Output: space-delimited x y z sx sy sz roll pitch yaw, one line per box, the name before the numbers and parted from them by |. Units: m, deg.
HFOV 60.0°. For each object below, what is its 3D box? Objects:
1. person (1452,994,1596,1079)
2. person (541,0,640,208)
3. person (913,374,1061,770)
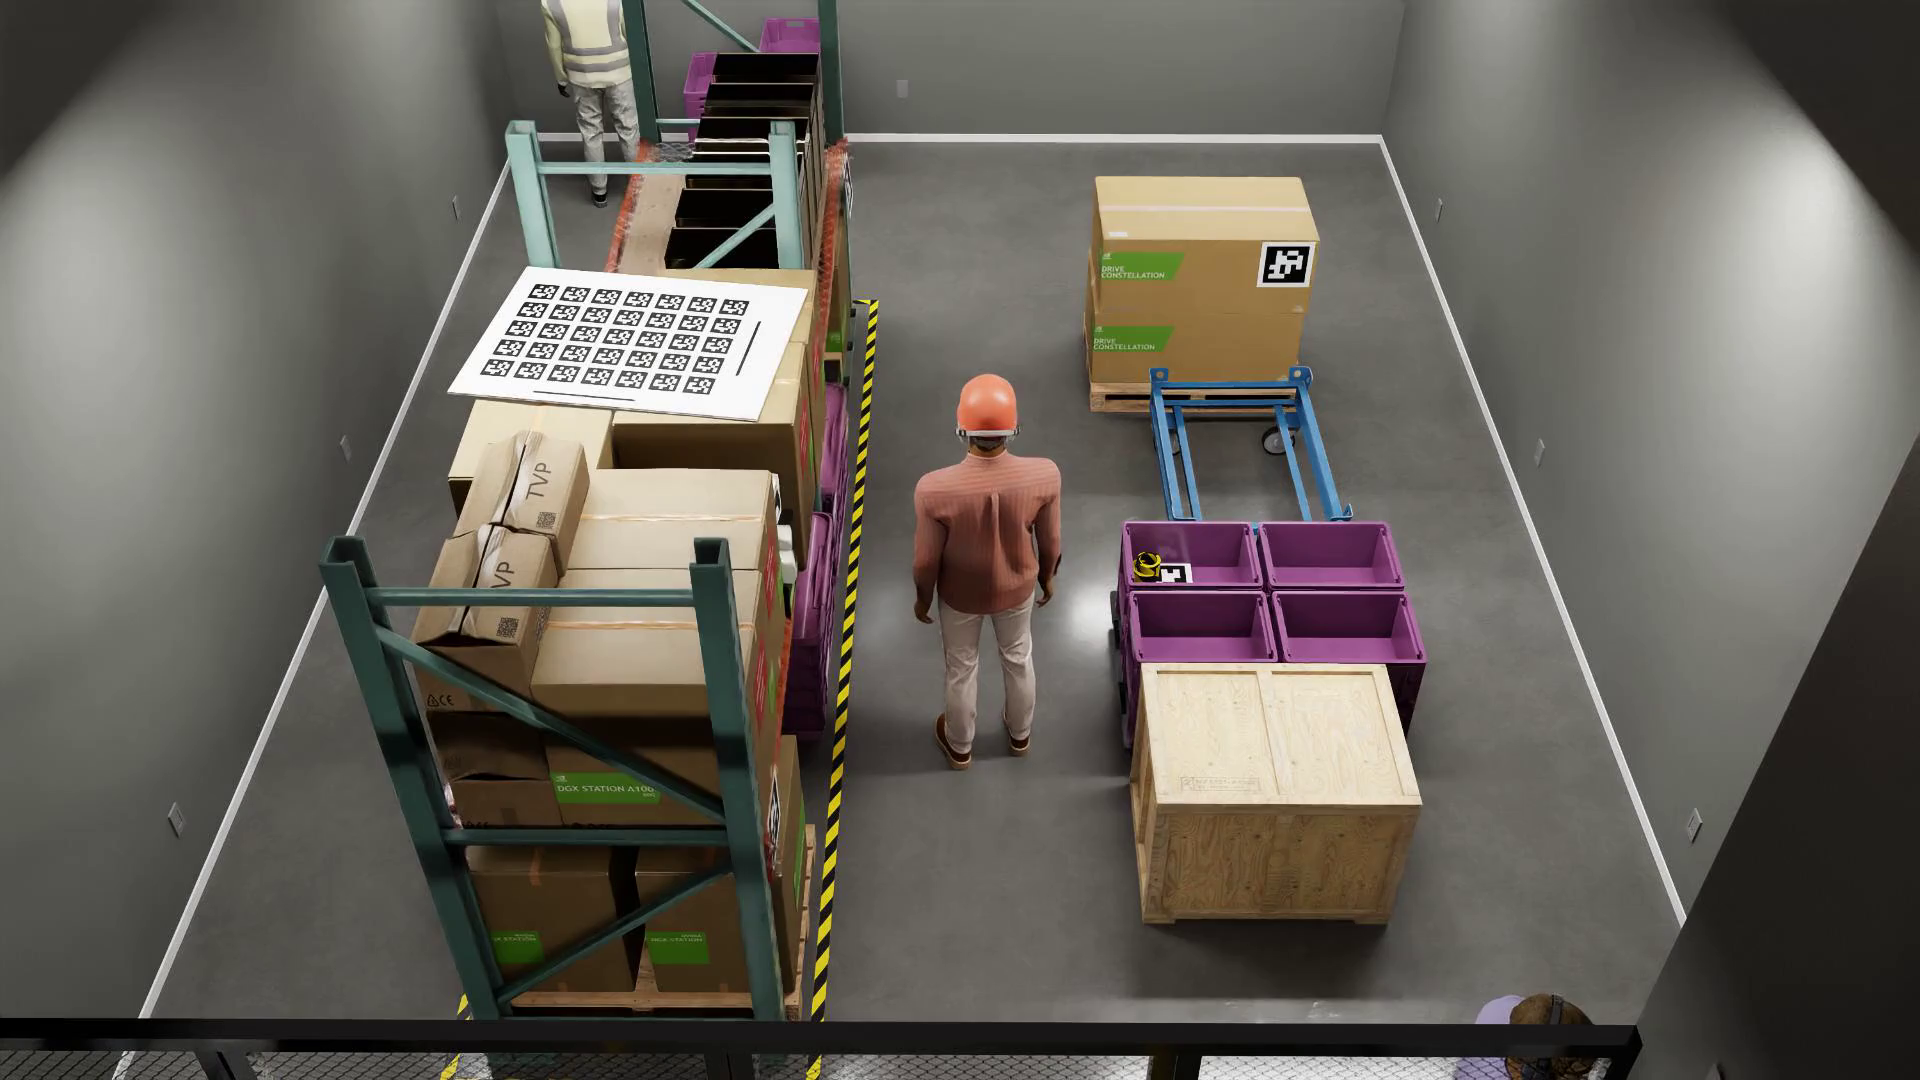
person | 1.531 1.934 4.908 0.372 1.940 0.627 11 42 12
person | -2.299 -2.998 10.608 0.586 1.837 0.403 -4 41 -5
person | 0.105 0.164 6.884 0.625 1.992 0.386 -10 42 -11
